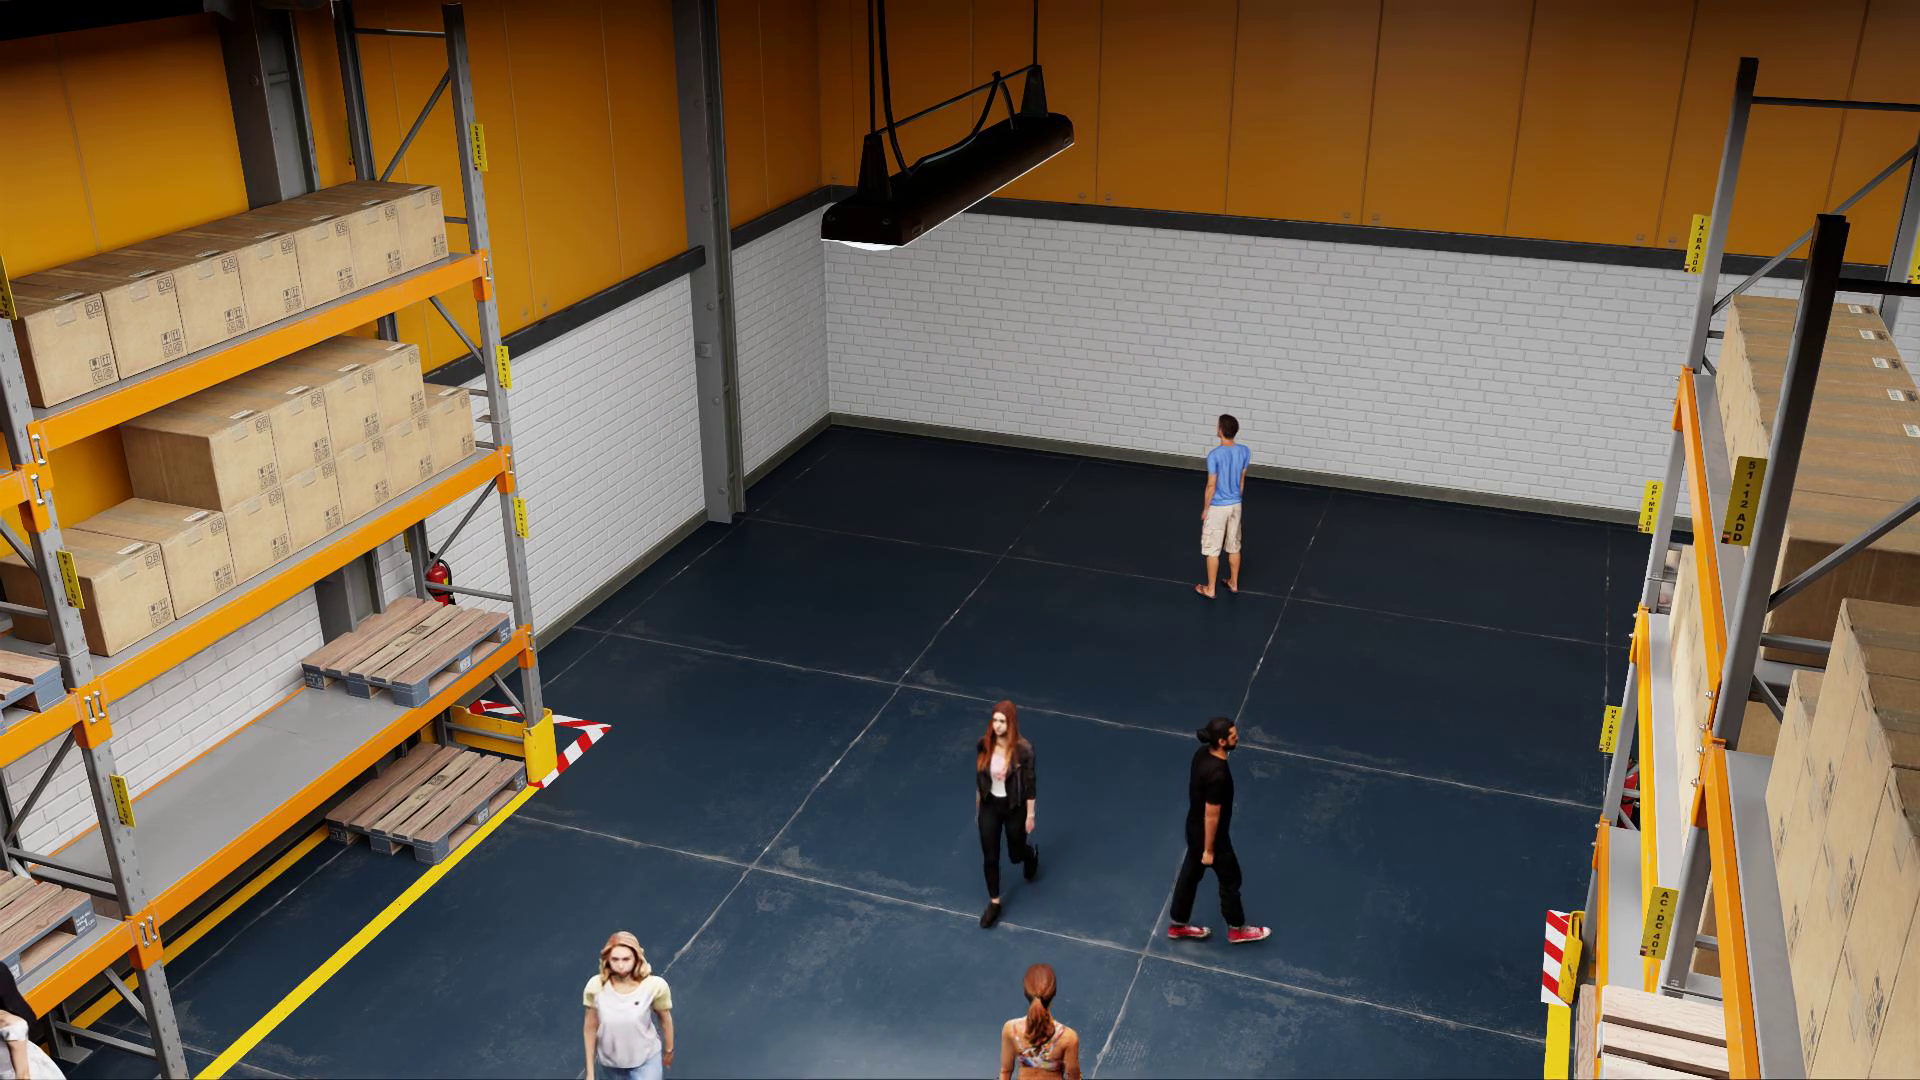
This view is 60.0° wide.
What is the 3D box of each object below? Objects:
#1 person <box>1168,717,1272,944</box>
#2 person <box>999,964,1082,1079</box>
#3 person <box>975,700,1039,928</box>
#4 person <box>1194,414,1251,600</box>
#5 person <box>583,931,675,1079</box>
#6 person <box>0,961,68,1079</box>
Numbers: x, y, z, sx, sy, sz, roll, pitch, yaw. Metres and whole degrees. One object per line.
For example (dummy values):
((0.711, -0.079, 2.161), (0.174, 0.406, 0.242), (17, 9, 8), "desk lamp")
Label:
((1.595, 1.983, 11.214), (0.957, 1.738, 0.983), (-3, 24, -6), "person")
((0.385, 3.065, 8.692), (0.602, 1.774, 0.718), (10, 26, 22), "person")
((0.347, 1.840, 11.592), (0.648, 1.696, 0.958), (11, 26, 24), "person")
((2.601, -0.336, 16.363), (0.717, 1.863, 0.780), (-11, 26, -24), "person")
((-1.831, 2.866, 9.287), (0.890, 1.663, 1.230), (1, 24, 1), "person")
((-4.997, 2.975, 8.906), (0.800, 1.769, 0.775), (-19, 30, -36), "person")
